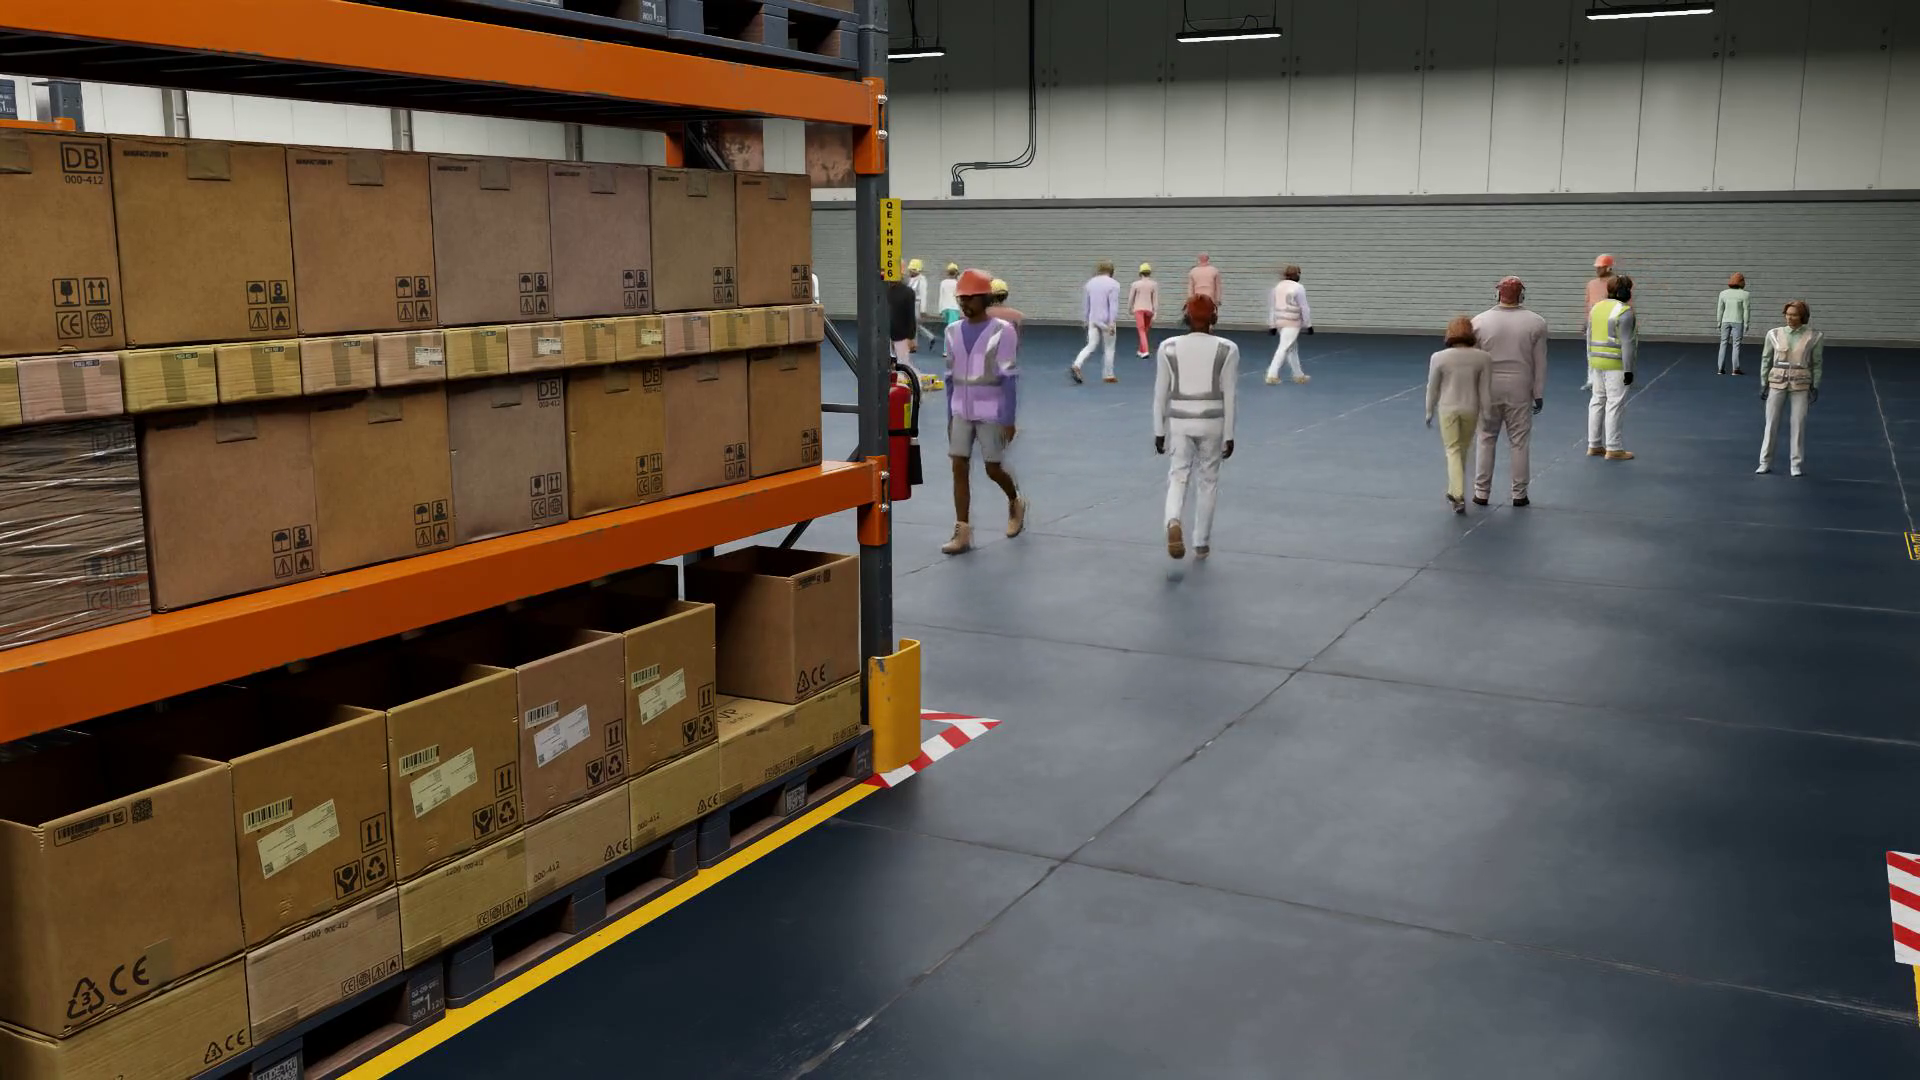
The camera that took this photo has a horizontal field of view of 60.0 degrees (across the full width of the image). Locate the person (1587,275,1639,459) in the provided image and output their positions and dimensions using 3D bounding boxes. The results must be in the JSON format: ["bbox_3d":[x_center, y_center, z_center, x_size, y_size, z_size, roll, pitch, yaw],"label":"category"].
[{"bbox_3d":[6.587,-1.736,16.756,0.429,1.843,0.629,-3,11,-15],"label":"person"}]

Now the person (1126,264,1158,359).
[{"bbox_3d":[3.362,-4.192,30.476,0.534,1.725,0.896,-3,11,-15],"label":"person"}]

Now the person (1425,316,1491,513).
[{"bbox_3d":[4.085,-1.033,13.617,0.508,1.589,0.864,0,10,2],"label":"person"}]

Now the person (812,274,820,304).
[{"bbox_3d":[-2.544,-3.831,28.064,0.349,1.882,0.577,2,11,9],"label":"person"}]

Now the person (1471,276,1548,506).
[{"bbox_3d":[4.529,-1.232,13.831,0.644,1.907,0.400,3,11,17],"label":"person"}]

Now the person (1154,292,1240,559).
[{"bbox_3d":[1.603,-0.755,11.364,0.576,1.865,0.688,3,11,16],"label":"person"}]

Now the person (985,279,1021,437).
[{"bbox_3d":[0.432,-2.020,18.530,0.523,1.755,0.441,-3,11,-15],"label":"person"}]

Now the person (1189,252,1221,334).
[{"bbox_3d":[5.014,-4.947,34.120,0.674,1.890,0.525,4,11,19],"label":"person"}]

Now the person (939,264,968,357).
[{"bbox_3d":[-0.108,-4.265,30.912,0.582,1.706,0.818,9,14,39],"label":"person"}]

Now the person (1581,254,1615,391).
[{"bbox_3d":[9.314,-3.145,24.068,0.589,1.977,0.619,-6,12,-28],"label":"person"}]

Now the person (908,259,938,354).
[{"bbox_3d":[-0.755,-4.421,31.491,0.654,1.804,0.600,-3,11,-18],"label":"person"}]

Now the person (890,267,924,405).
[{"bbox_3d":[-0.783,-2.609,21.165,0.622,1.968,0.802,7,12,32],"label":"person"}]

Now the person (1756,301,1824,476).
[{"bbox_3d":[7.769,-1.415,15.568,0.515,1.636,0.315,7,12,32],"label":"person"}]

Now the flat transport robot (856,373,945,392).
[{"bbox_3d":[-0.845,-2.248,23.829,0.652,0.197,1.431,6,12,28],"label":"flat transport robot"}]

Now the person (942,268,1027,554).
[{"bbox_3d":[0.171,-0.935,11.925,0.617,2.016,0.870,7,12,32],"label":"person"}]

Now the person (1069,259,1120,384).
[{"bbox_3d":[2.047,-3.269,24.990,0.649,1.903,0.878,10,14,43],"label":"person"}]

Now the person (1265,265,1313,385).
[{"bbox_3d":[4.968,-3.241,25.111,0.951,1.800,0.628,-5,11,-24],"label":"person"}]

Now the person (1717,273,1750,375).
[{"bbox_3d":[12.476,-3.480,26.832,0.272,1.631,0.507,-9,14,-41],"label":"person"}]
